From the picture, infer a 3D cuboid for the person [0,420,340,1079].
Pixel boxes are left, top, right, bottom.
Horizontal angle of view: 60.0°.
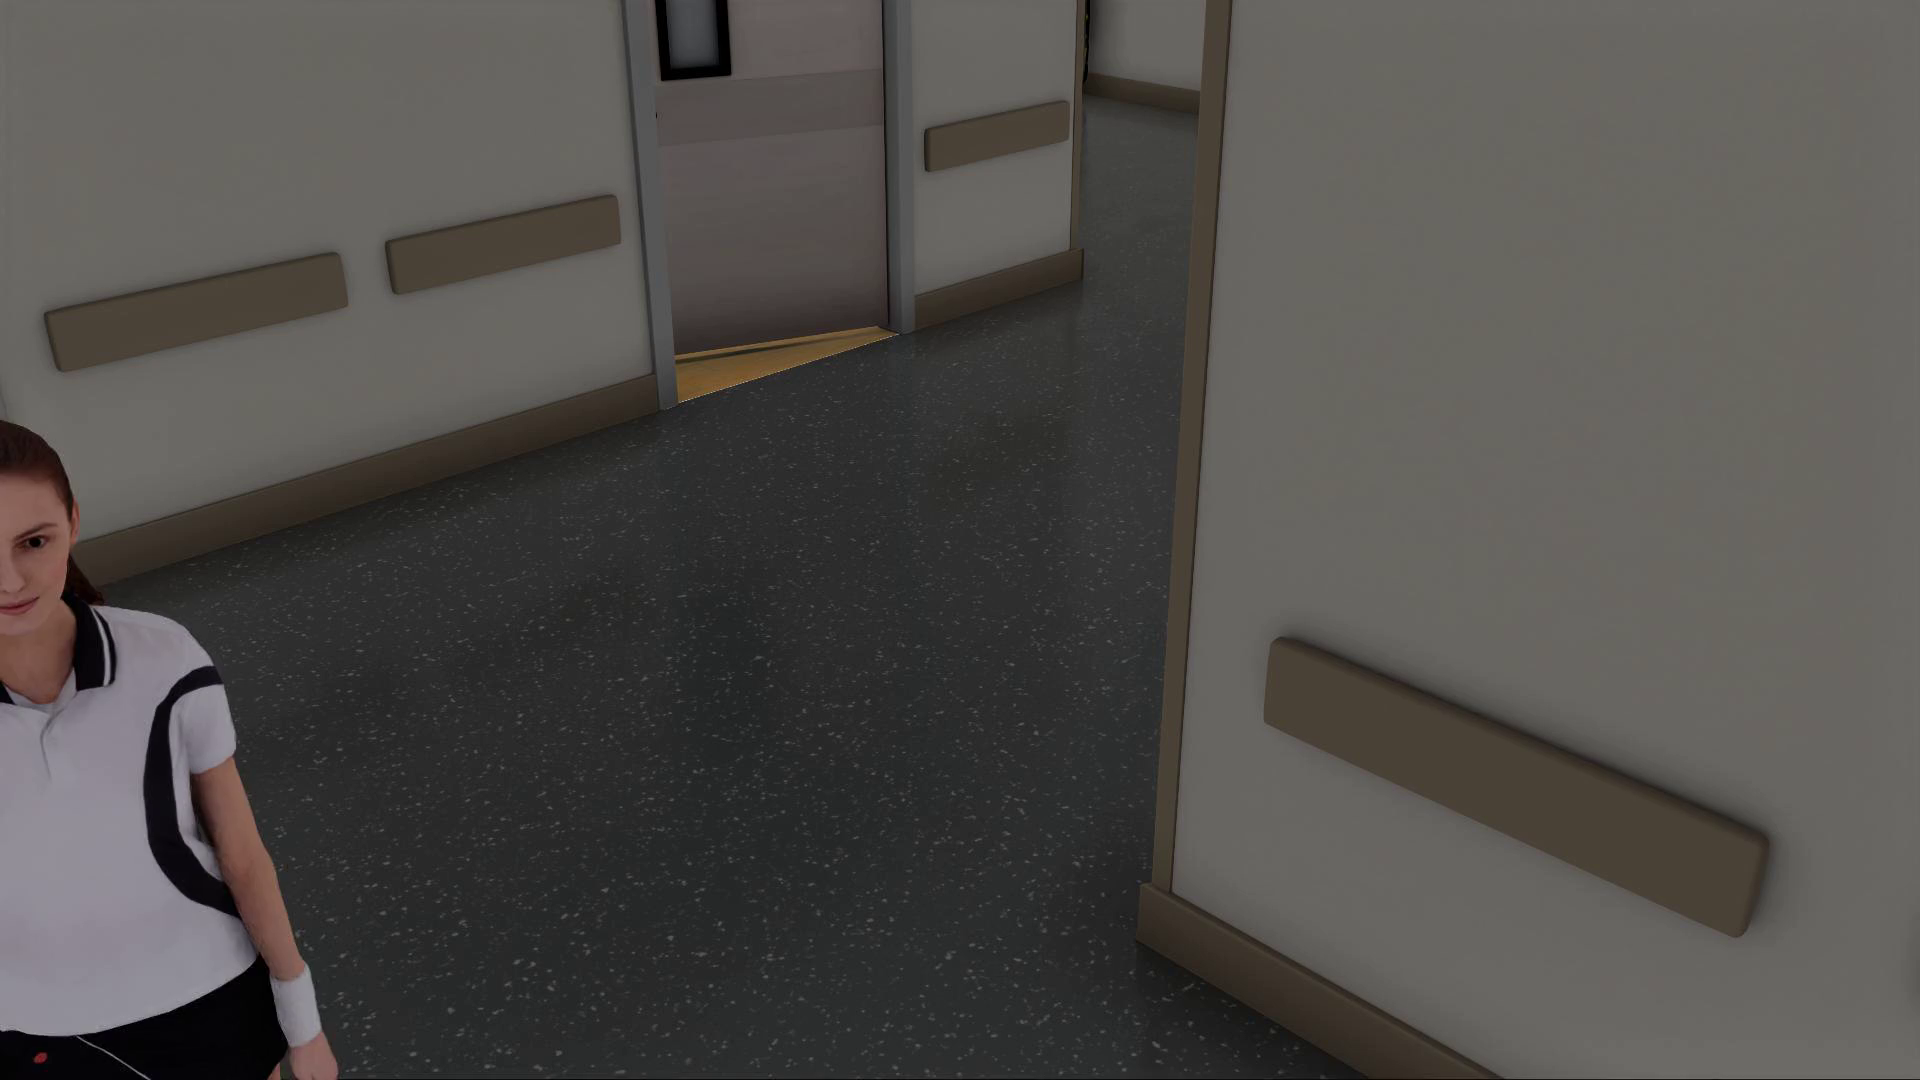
[{"bbox_3d":[-1.149,0.624,2.333,0.619,1.735,0.699,-16,30,-29],"label":"person"}]
